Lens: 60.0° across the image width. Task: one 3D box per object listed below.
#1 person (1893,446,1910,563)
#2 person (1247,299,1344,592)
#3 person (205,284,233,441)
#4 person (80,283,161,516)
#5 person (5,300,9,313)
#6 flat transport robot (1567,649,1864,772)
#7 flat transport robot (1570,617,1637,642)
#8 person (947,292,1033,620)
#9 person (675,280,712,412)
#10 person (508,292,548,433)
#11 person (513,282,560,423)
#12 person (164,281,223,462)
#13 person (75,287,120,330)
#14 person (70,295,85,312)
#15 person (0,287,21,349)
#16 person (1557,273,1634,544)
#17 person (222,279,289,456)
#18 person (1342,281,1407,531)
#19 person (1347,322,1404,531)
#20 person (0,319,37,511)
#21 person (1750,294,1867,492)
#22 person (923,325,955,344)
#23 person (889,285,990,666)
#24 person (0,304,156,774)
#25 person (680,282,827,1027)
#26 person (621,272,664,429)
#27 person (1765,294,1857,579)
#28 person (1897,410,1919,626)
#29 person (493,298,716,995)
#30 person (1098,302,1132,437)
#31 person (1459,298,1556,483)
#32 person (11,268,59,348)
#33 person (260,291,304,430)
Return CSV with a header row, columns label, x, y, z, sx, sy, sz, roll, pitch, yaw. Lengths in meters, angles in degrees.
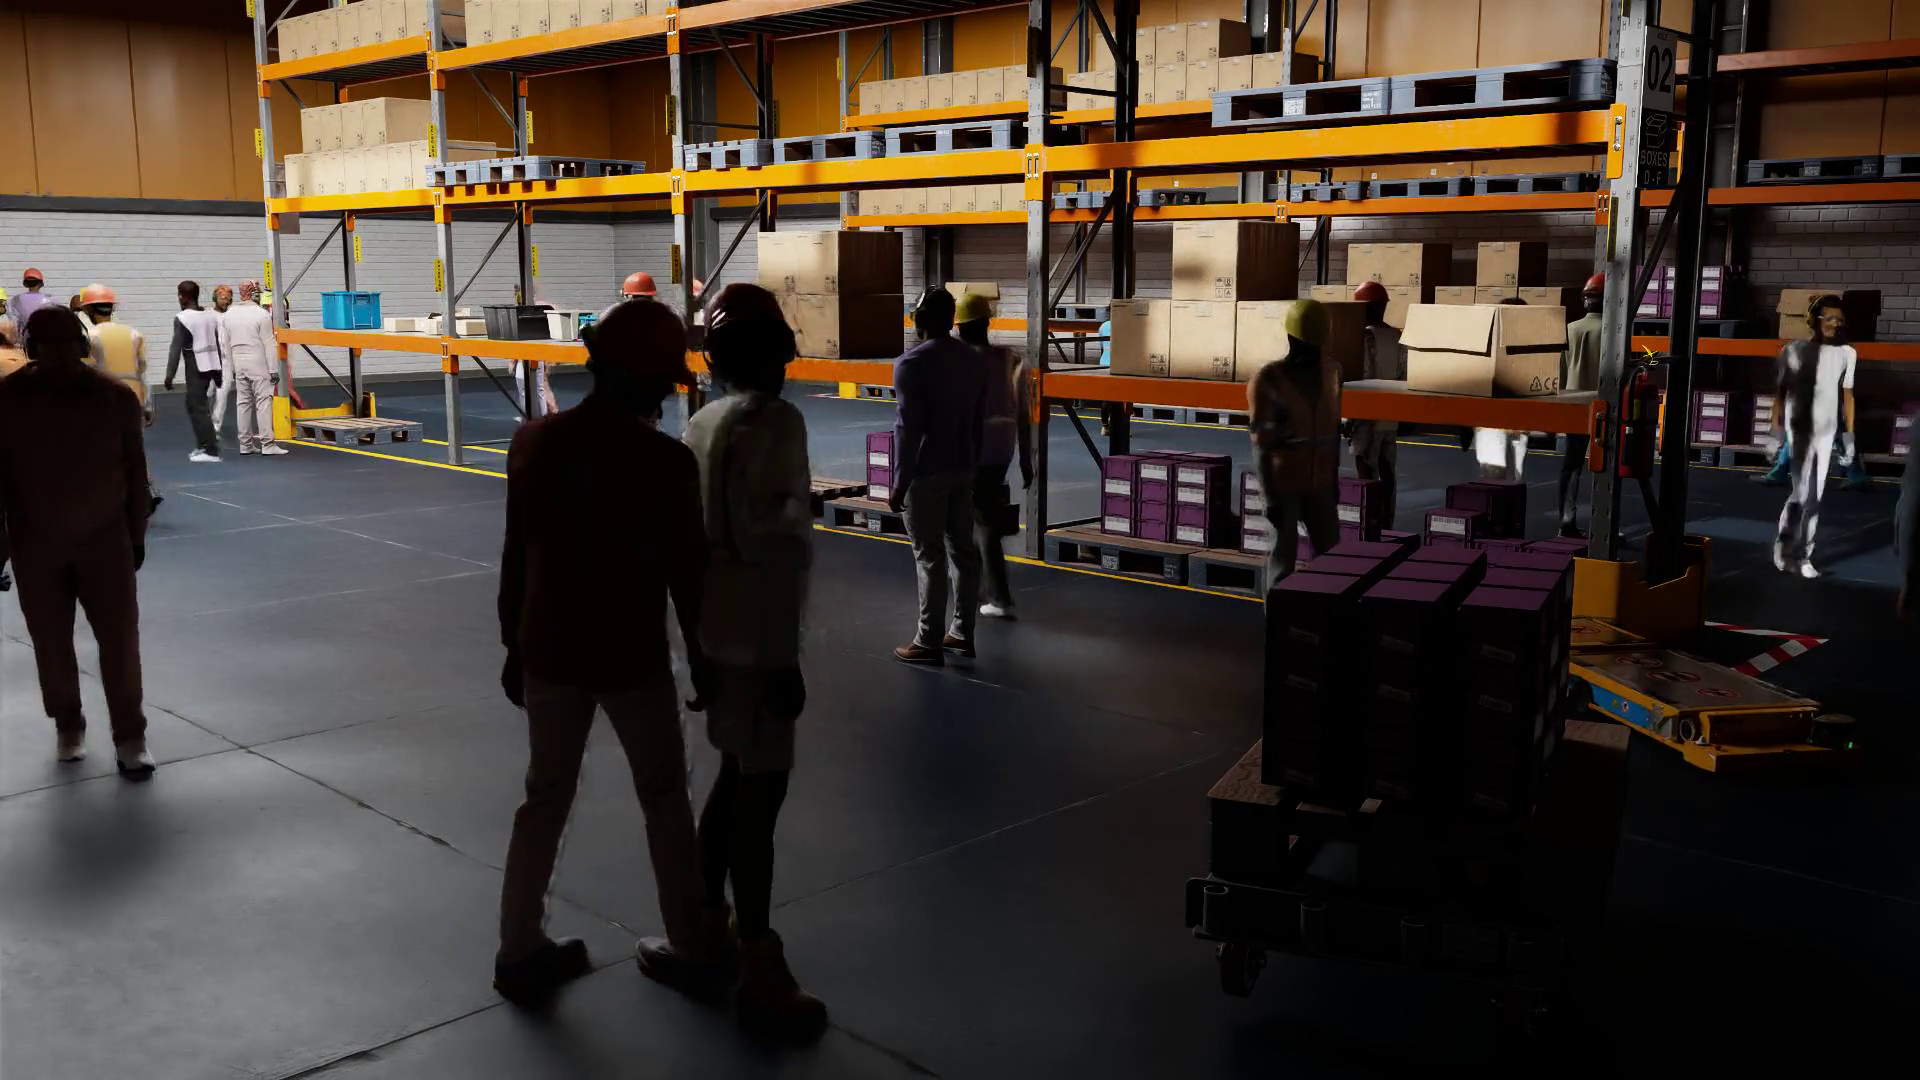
label,x,y,z,sx,sy,sz,roll,pitch,yaw
person,4.566,-0.003,7.609,0.525,1.577,0.887,2,9,11
person,1.729,-0.282,8.449,0.648,1.869,0.579,-4,10,-23
person,-8.772,-2.103,19.696,0.612,1.842,0.652,-6,11,-32
person,-6.658,-1.063,13.133,0.589,1.909,0.592,7,12,36
person,-14.417,-2.988,24.530,0.538,2.000,0.683,8,12,42
flat transport robot,3.179,0.708,7.282,0.652,0.197,1.431,-2,9,-9
flat transport robot,2.742,0.551,8.244,1.431,0.197,0.652,-2,9,-9
person,0.073,-0.510,9.829,0.591,1.872,0.976,-6,11,-31
person,-3.071,-2.075,19.398,0.559,1.899,0.901,-5,11,-29
person,-5.287,-2.169,20.350,0.310,1.768,0.533,9,13,43
person,-5.502,-2.370,21.307,0.858,1.858,0.717,3,10,16
person,-8.069,-1.757,17.440,0.606,1.900,0.598,1,9,6
person,-10.868,-2.288,20.960,0.591,1.808,0.727,-4,10,-24
person,-13.117,-2.843,24.892,0.287,1.631,0.501,3,10,17
person,-11.320,-2.086,19.640,0.404,1.830,0.602,3,10,19
person,4.666,-0.957,12.231,0.382,1.993,0.609,-7,12,-36
person,-7.642,-1.862,18.042,0.642,1.908,0.407,3,10,19
person,3.057,-0.957,12.411,0.543,1.933,0.364,-7,12,-36
person,3.107,-0.818,12.443,0.515,1.645,0.309,-7,12,-37
person,-7.736,-0.995,13.607,0.721,1.606,0.595,7,11,36
person,7.839,-1.335,15.159,0.968,1.796,0.587,8,12,41
person,-0.245,-2.230,21.230,0.504,1.606,0.800,-5,10,-27
person,-0.120,-0.325,8.522,0.373,1.940,0.628,8,12,42
person,-3.550,0.013,6.639,0.642,1.874,0.864,-6,11,-32
person,-0.537,0.295,4.600,0.396,1.992,0.759,-5,11,-29
person,-2.524,-1.109,13.150,0.397,1.992,0.623,3,10,17
person,5.578,-0.662,10.859,0.558,1.847,0.389,0,9,-2
person,3.469,0.170,5.542,0.669,1.918,0.429,9,13,43
person,-0.993,0.312,4.577,0.643,1.950,0.420,3,10,19
person,1.867,-2.069,19.971,0.320,1.694,0.534,-7,11,-35
person,3.847,-0.782,11.692,0.634,1.816,0.556,-5,11,-29
person,-12.963,-2.808,23.439,0.630,2.038,0.431,-1,9,-8
person,-8.590,-2.256,20.927,0.529,1.747,0.690,1,9,7
